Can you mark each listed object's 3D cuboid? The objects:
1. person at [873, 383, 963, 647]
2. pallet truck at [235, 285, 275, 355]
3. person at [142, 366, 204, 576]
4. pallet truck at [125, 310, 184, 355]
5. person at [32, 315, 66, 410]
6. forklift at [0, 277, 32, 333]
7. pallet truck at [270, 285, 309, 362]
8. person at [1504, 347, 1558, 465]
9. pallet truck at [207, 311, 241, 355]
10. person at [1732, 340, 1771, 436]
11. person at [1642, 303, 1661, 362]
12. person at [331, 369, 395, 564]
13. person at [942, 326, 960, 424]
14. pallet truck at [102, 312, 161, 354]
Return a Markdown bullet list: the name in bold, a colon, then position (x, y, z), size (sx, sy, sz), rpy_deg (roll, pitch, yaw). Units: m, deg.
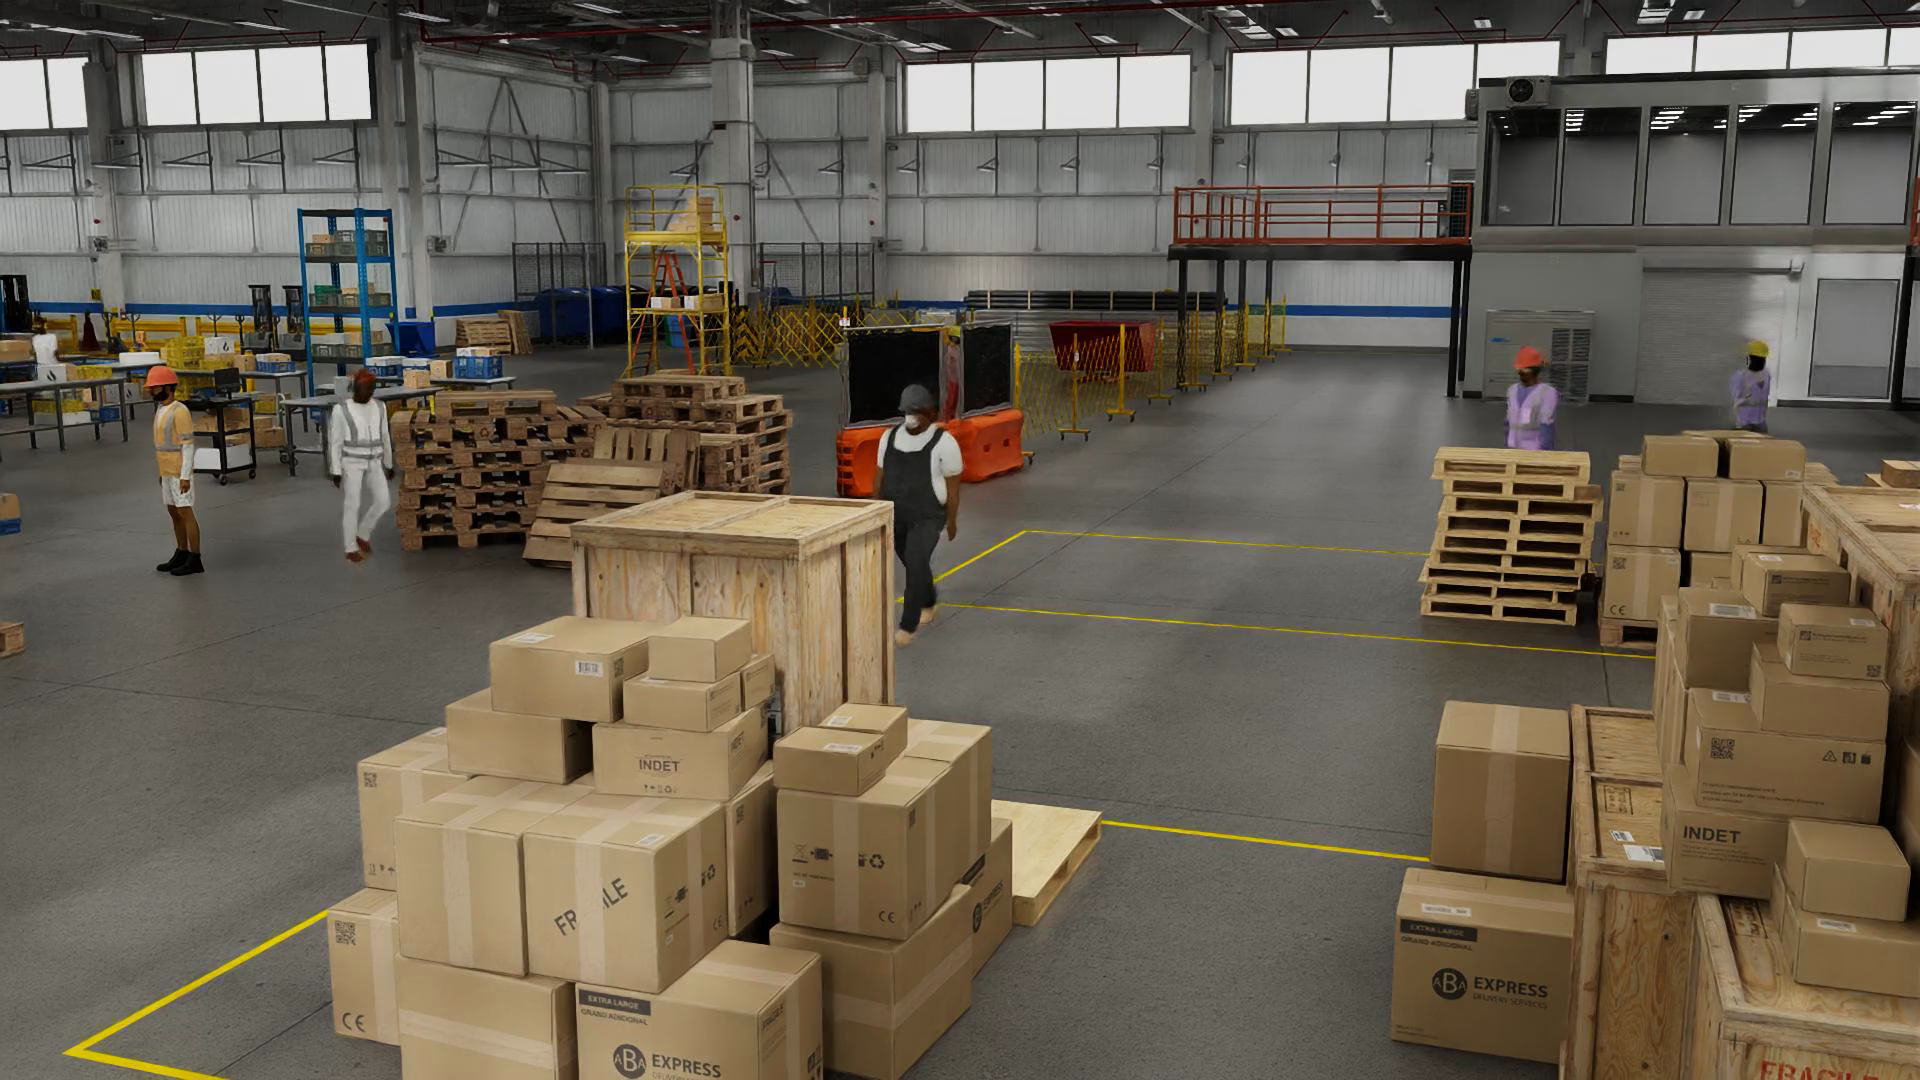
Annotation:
- **person**: position (-0.323, -0.267, 12.941), size (0.679, 2.000, 1.040), rpy_deg (6, 12, 30)
- **pallet truck**: position (-18.327, -5.835, 44.421), size (0.823, 1.965, 1.885), rpy_deg (4, 11, 23)
- **person**: position (-7.258, -0.635, 15.309), size (0.551, 1.935, 0.375), rpy_deg (9, 14, 42)
- **pallet truck**: position (-22.038, -5.665, 45.457), size (0.704, 1.261, 1.522), rpy_deg (3, 11, 17)
- **person**: position (-15.432, -2.859, 28.071), size (0.561, 1.850, 0.411), rpy_deg (3, 10, 16)
- **forklift**: position (-27.151, -6.329, 46.328), size (1.157, 1.987, 2.680), rpy_deg (3, 11, 17)
- **pallet truck**: position (-17.147, -5.700, 43.663), size (0.823, 1.965, 1.885), rpy_deg (3, 11, 17)
- **person**: position (5.786, -0.943, 16.818), size (0.781, 2.021, 0.617), rpy_deg (-6, 12, -30)
- **pallet truck**: position (-19.537, -5.575, 44.913), size (0.653, 1.274, 1.630), rpy_deg (3, 11, 19)
- **person**: position (9.449, -1.412, 19.773), size (0.605, 1.905, 0.600), rpy_deg (-4, 11, -23)
- **person**: position (17.470, -5.379, 42.082), size (0.652, 1.906, 0.409), rpy_deg (-4, 11, -23)
- **person**: position (-5.701, -0.701, 15.882), size (0.447, 1.862, 0.704), rpy_deg (7, 12, 35)
- **person**: position (-0.086, -2.505, 26.327), size (0.328, 1.765, 0.532), rpy_deg (5, 11, 26)
- **pallet truck**: position (-23.057, -5.777, 46.261), size (0.680, 1.201, 1.601), rpy_deg (3, 11, 19)
